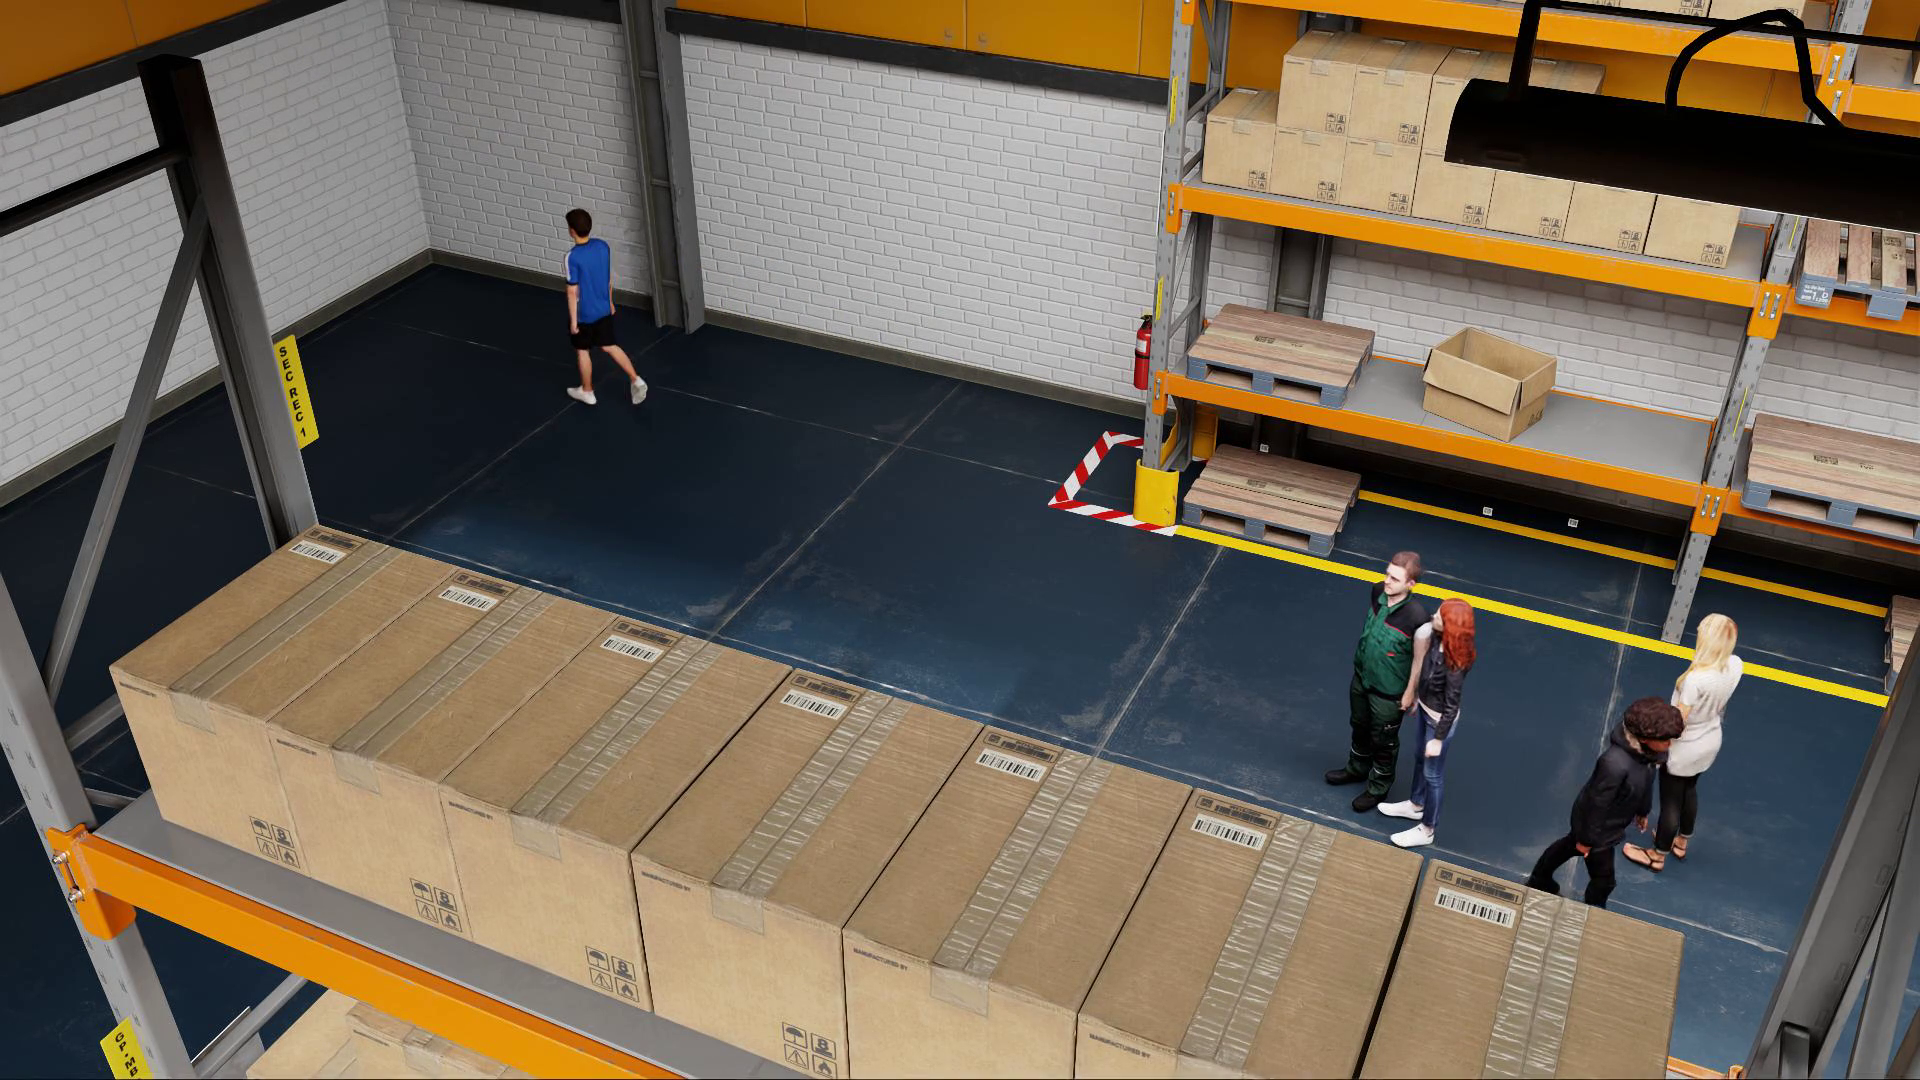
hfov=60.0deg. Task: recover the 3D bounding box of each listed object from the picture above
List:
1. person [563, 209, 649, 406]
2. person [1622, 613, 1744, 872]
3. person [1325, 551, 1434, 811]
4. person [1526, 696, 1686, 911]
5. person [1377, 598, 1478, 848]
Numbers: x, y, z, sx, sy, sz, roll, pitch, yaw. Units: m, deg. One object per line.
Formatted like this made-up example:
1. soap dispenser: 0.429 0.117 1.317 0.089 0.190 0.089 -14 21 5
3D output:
1. person: -3.131 -1.966 14.393 1.139 1.842 0.775 20 39 27
2. person: 4.271 1.196 9.651 0.696 1.825 0.699 -20 38 -27
3. person: 2.589 0.844 10.166 0.808 1.842 0.729 -15 36 -21
4. person: 3.494 1.516 9.261 1.036 1.723 0.805 25 41 32
5. person: 2.822 1.068 9.876 0.670 1.789 0.657 -1 34 -1
